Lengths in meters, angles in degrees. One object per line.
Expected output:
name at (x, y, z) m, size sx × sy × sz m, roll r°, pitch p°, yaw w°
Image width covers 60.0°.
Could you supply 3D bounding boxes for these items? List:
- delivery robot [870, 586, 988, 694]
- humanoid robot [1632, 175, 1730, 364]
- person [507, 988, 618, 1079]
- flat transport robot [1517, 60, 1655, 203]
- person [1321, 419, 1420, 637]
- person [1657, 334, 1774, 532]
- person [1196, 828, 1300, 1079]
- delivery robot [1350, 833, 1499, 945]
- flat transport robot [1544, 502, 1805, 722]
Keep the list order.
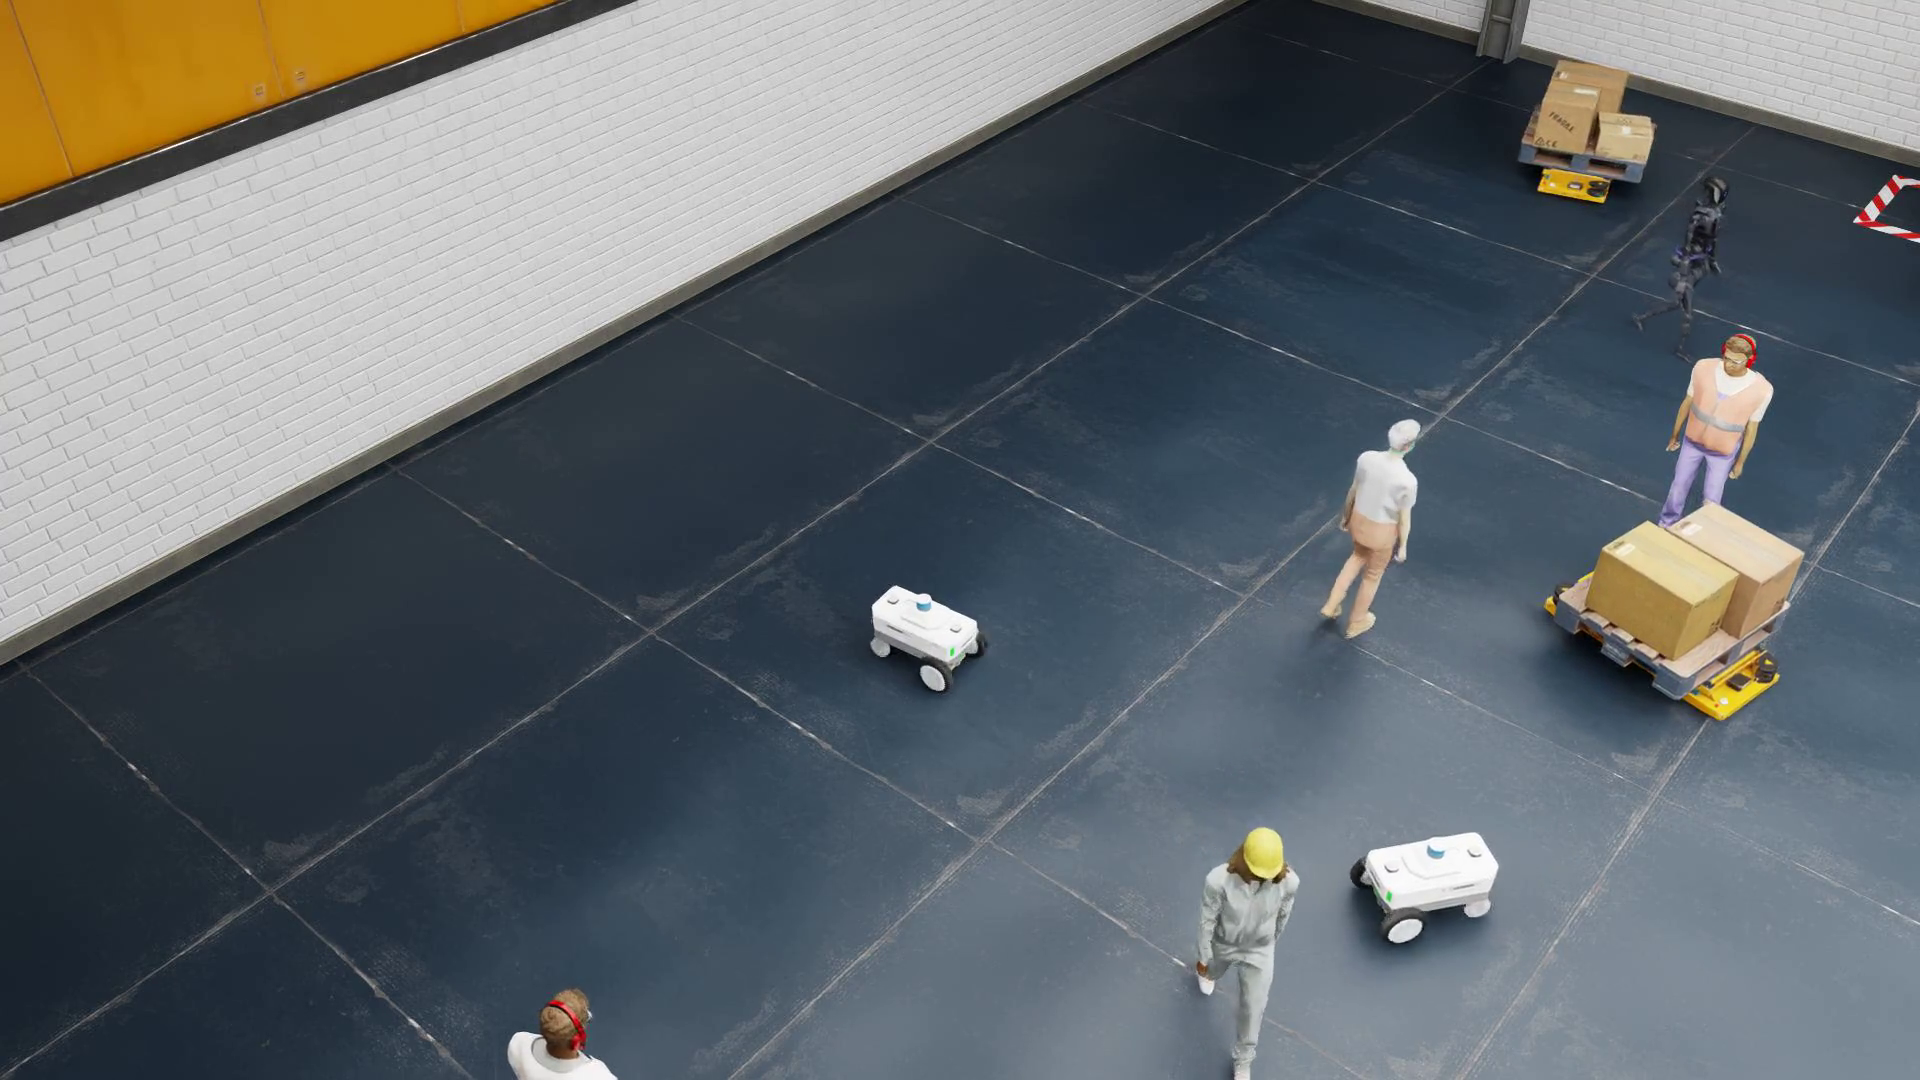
delivery robot at (-0.224, 0.629, 11.275) m, size 0.774 × 0.592 × 0.499 m, roll 23°, pitch 44°, yaw 26°
humanoid robot at (6.172, -2.343, 14.113) m, size 0.602 × 1.655 × 0.737 m, roll -28°, pitch 47°, yaw -30°
person at (-1.750, 2.733, 7.649) m, size 0.567 × 1.834 × 0.401 m, roll 17°, pitch 42°, yaw 20°
flat transport robot at (6.405, -3.895, 17.120) m, size 0.659 × 0.231 × 1.431 m, roll 15°, pitch 41°, yaw 18°
person at (2.797, -0.069, 11.204) m, size 0.406 × 1.727 × 0.499 m, roll -25°, pitch 45°, yaw -28°
person at (5.372, -0.691, 11.896) m, size 0.561 × 1.838 × 0.376 m, roll 31°, pitch 48°, yaw 33°
person at (1.456, 2.033, 8.614) m, size 0.484 × 1.709 × 0.841 m, roll 2°, pitch 39°, yaw 2°
delivery robot at (2.699, 1.959, 9.626) m, size 0.789 × 0.593 × 0.499 m, roll -8°, pitch 40°, yaw -10°
flat transport robot at (4.832, 0.660, 11.467) m, size 0.659 × 0.231 × 1.431 m, roll -25°, pitch 45°, yaw -28°
